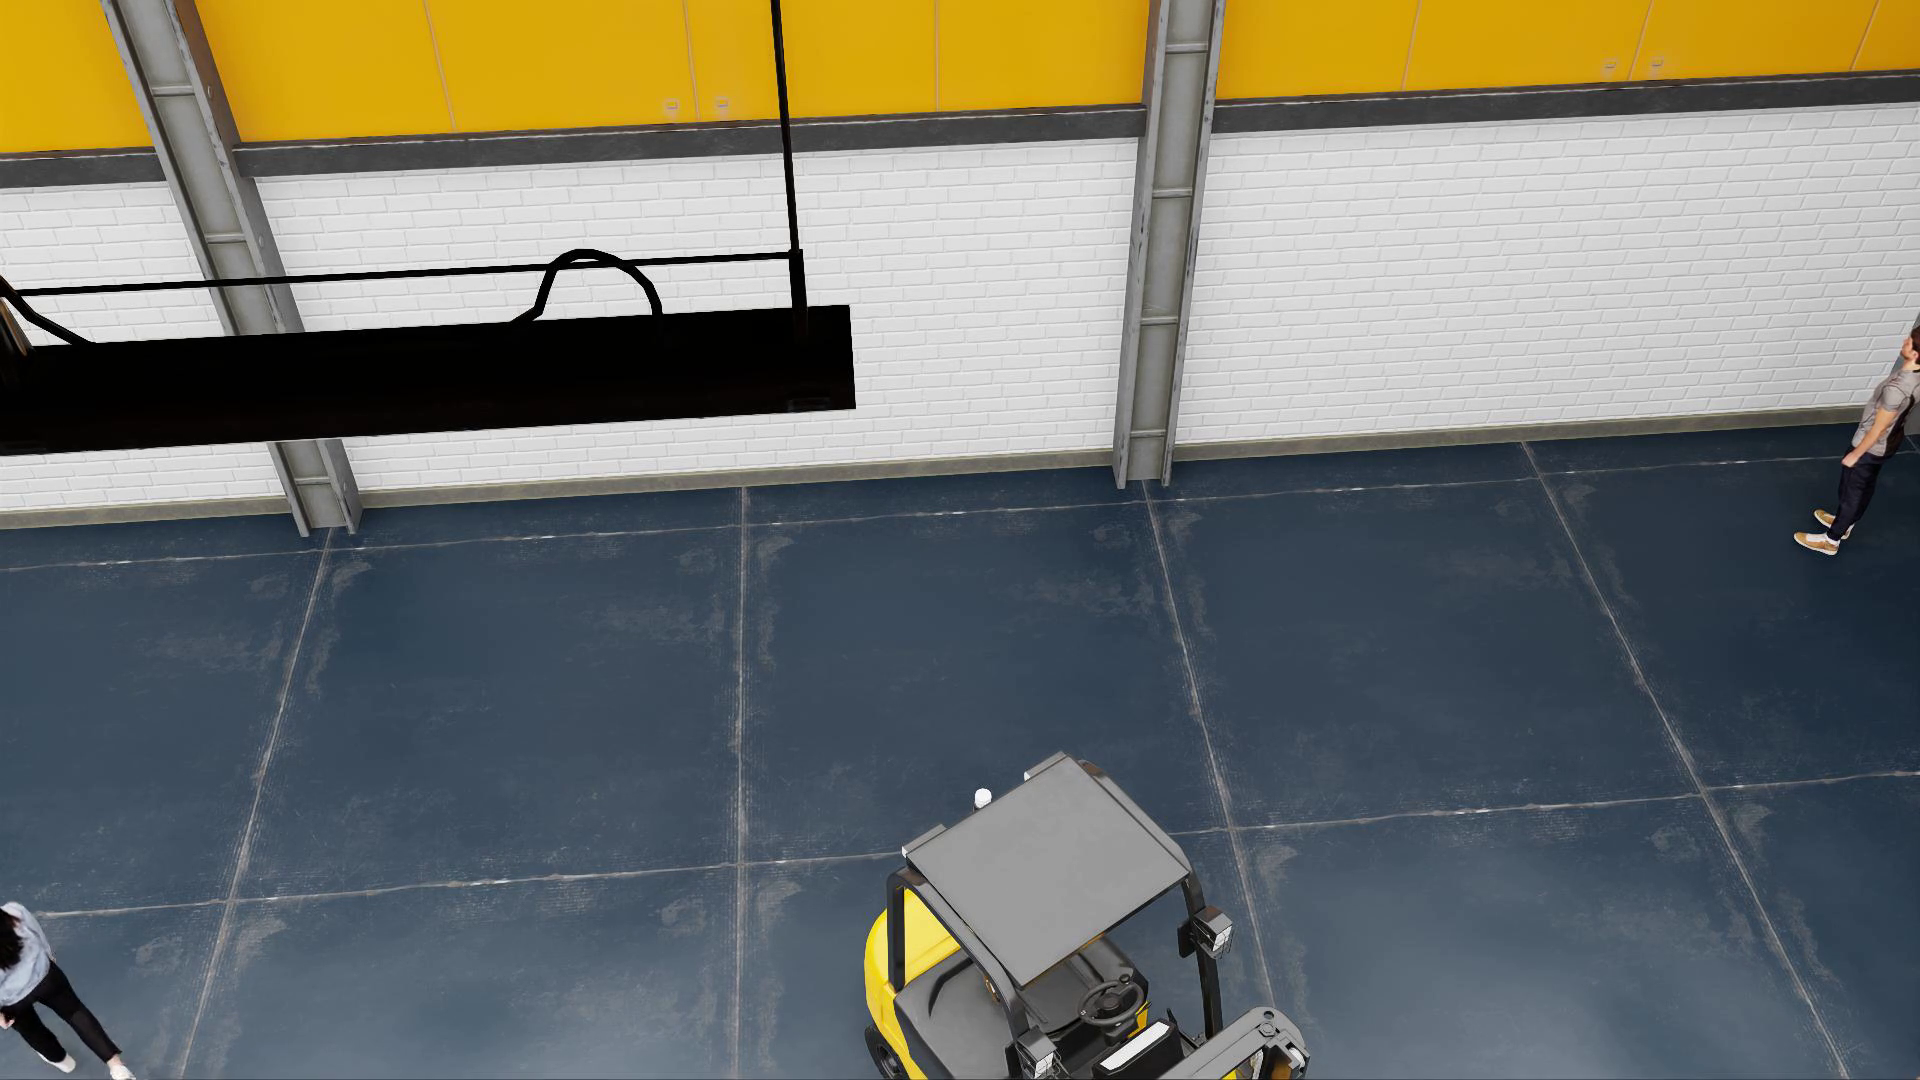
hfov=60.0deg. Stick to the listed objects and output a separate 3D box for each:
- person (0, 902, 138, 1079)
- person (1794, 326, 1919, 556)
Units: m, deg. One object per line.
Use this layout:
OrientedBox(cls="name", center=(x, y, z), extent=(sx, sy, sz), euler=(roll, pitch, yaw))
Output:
OrientedBox(cls="person", center=(-4.686, 2.293, 8.428), extent=(1.058, 1.696, 0.937), euler=(22, 48, 22))
OrientedBox(cls="person", center=(6.290, -0.686, 11.410), extent=(0.707, 1.897, 0.793), euler=(-33, 52, -29))
